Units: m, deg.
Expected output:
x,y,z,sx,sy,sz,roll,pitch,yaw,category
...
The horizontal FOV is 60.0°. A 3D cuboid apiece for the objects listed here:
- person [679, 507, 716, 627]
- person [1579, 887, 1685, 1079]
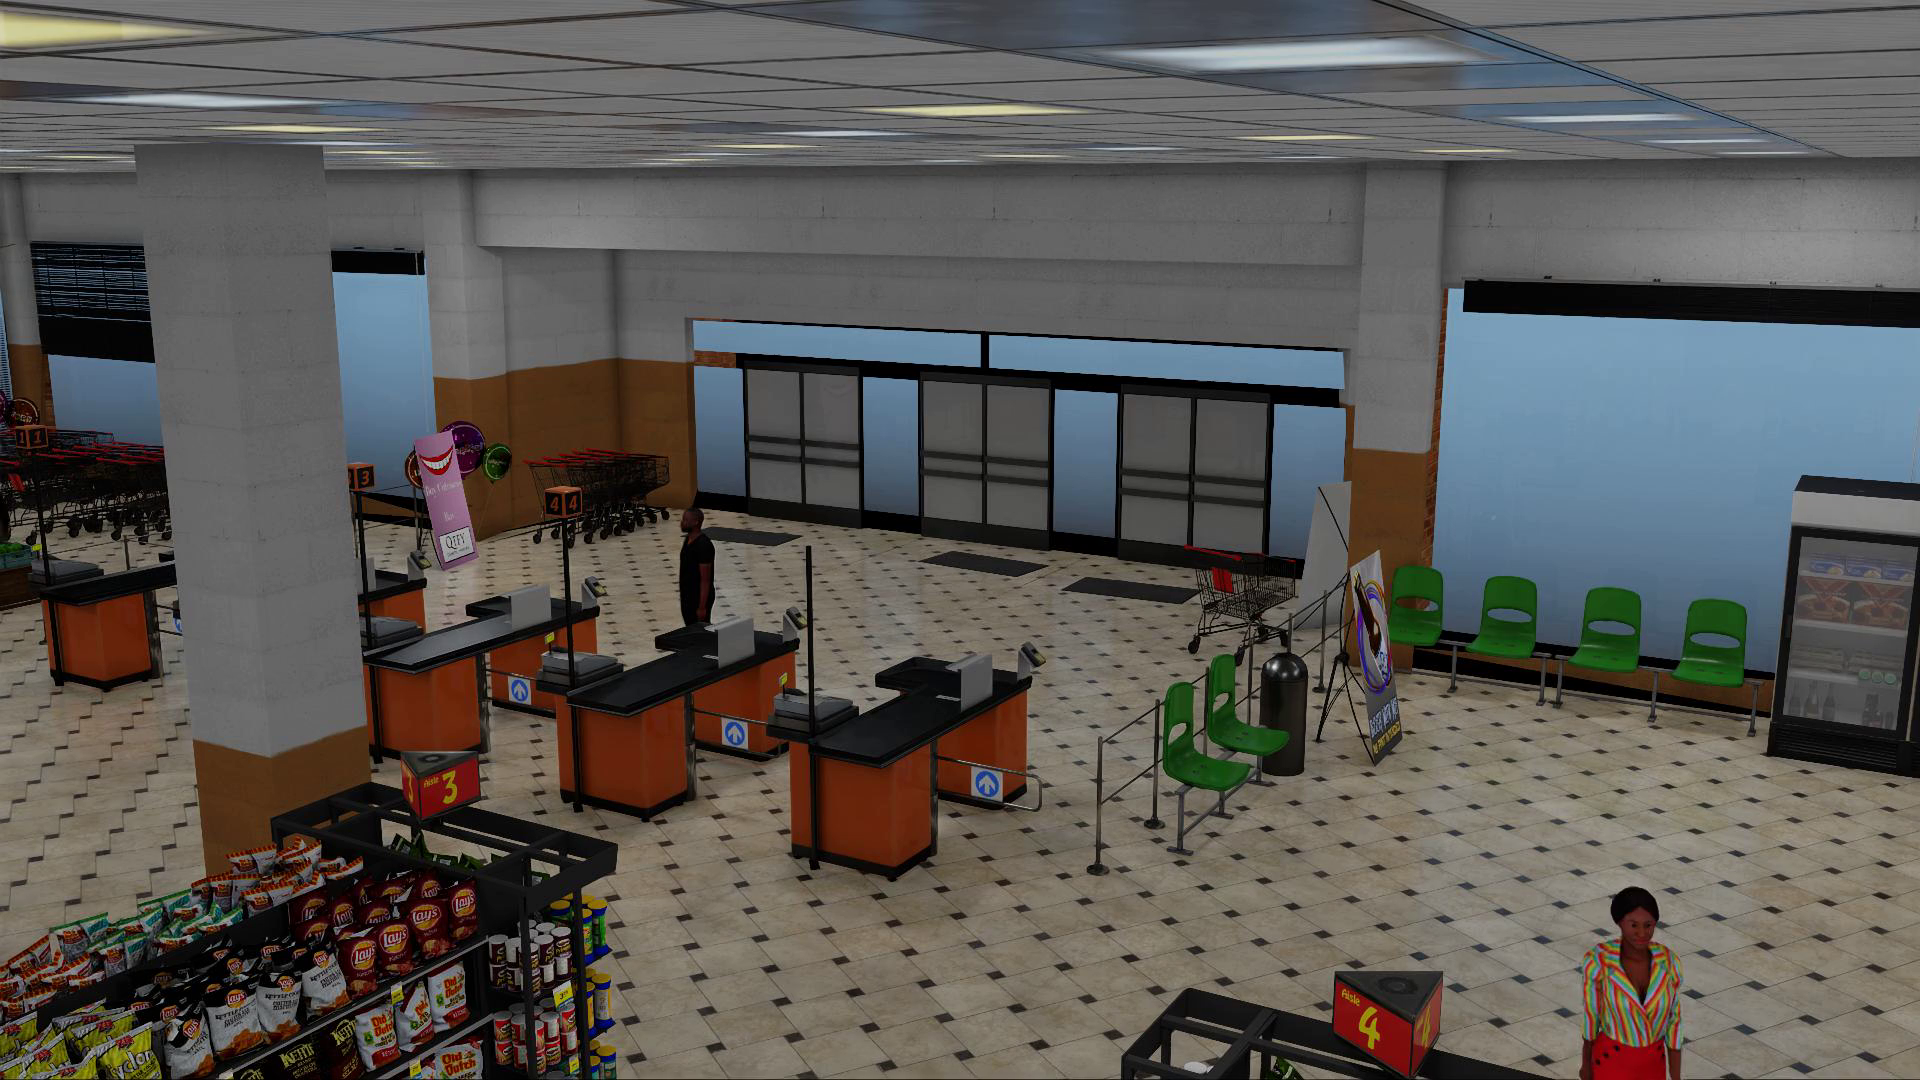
x,y,z,sx,sy,sz,roll,pitch,yaw,category
-2.490,0.582,15.771,0.740,1.819,0.746,-7,14,-28,person
2.957,2.368,7.426,0.955,1.763,1.193,0,12,0,person
